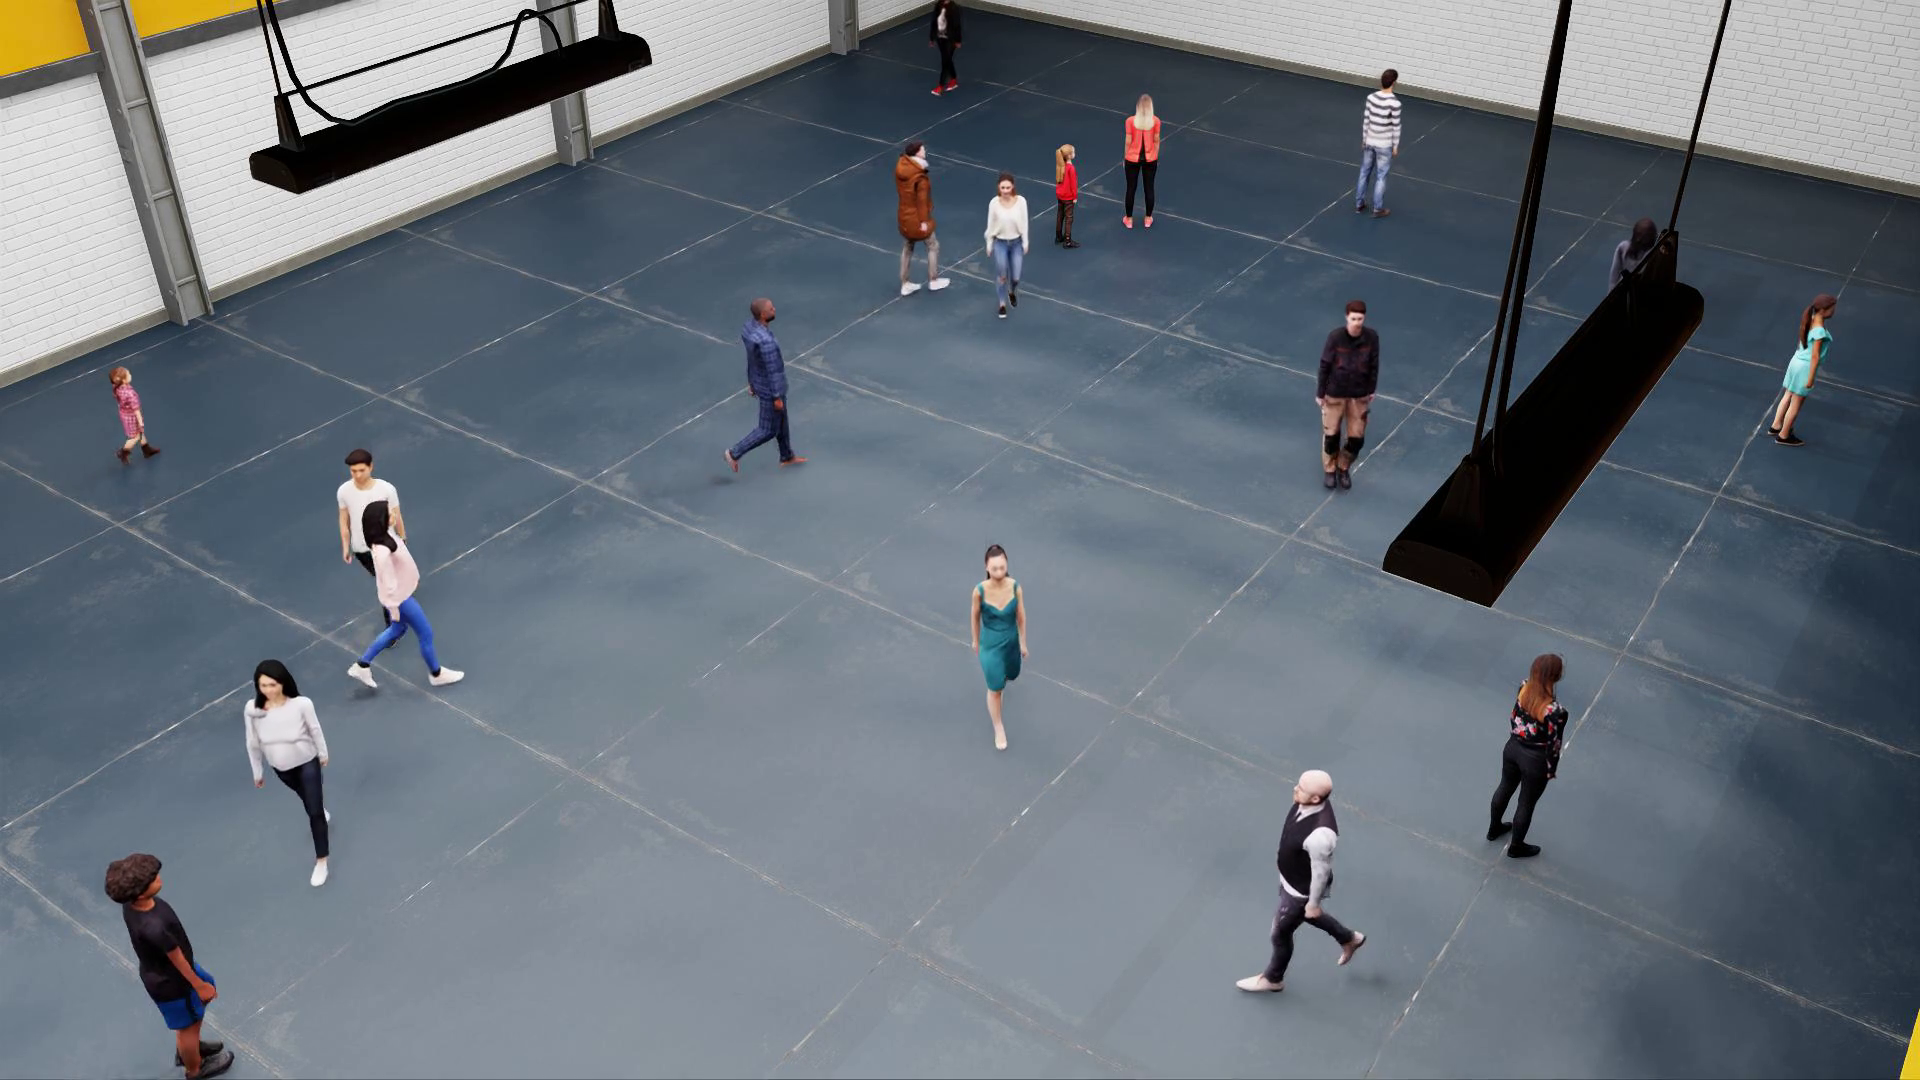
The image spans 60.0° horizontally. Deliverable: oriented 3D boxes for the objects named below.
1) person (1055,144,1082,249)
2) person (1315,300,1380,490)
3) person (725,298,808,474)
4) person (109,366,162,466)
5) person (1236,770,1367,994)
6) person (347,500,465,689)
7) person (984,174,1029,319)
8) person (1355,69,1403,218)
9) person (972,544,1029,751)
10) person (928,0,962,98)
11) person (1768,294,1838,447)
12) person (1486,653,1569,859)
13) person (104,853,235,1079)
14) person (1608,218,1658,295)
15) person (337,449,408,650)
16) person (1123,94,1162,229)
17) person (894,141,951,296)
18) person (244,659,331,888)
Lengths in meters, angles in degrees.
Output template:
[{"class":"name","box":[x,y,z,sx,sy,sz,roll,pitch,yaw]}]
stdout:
[{"class":"person","box":[1.297,-4.203,20.279,0.597,1.281,0.566,-19,38,-26]},{"class":"person","box":[3.586,-1.387,15.470,0.844,1.914,0.860,2,34,3]},{"class":"person","box":[-1.877,-1.406,15.605,1.160,1.797,1.016,-13,36,-19]},{"class":"person","box":[-8.009,-1.187,15.983,0.426,1.014,0.658,20,39,28]},{"class":"person","box":[2.194,2.126,10.284,1.128,1.805,1.120,-2,34,-3]},{"class":"person","box":[-4.428,0.466,12.838,1.187,1.742,1.057,-10,35,-15]},{"class":"person","box":[0.525,-3.312,18.576,0.764,1.681,0.804,-1,34,-2]},{"class":"person","box":[5.285,-5.010,20.981,0.682,1.849,0.575,28,43,35]},{"class":"person","box":[0.297,0.744,12.496,0.956,1.658,1.036,-4,34,-6]},{"class":"person","box":[-0.155,-7.521,24.946,0.616,1.640,1.022,20,39,28]},{"class":"person","box":[8.242,-1.678,16.230,0.693,1.558,0.602,2,34,3]},{"class":"person","box":[3.898,1.462,11.393,0.654,1.683,0.643,-15,36,-21]},{"class":"person","box":[-4.659,2.558,9.652,0.690,1.786,0.683,-23,40,-30]},{"class":"person","box":[7.149,-2.660,17.672,0.686,1.597,0.668,17,37,24]},{"class":"person","box":[-4.779,-0.028,13.629,0.997,1.689,1.182,2,34,3]},{"class":"person","box":[2.254,-4.716,20.676,0.676,1.696,0.707,0,34,-1]},{"class":"person","box":[-0.573,-3.625,18.920,0.929,1.822,0.833,-25,41,-33]},{"class":"person","box":[-4.546,1.462,11.413,1.013,1.661,1.128,-1,34,-2]}]
